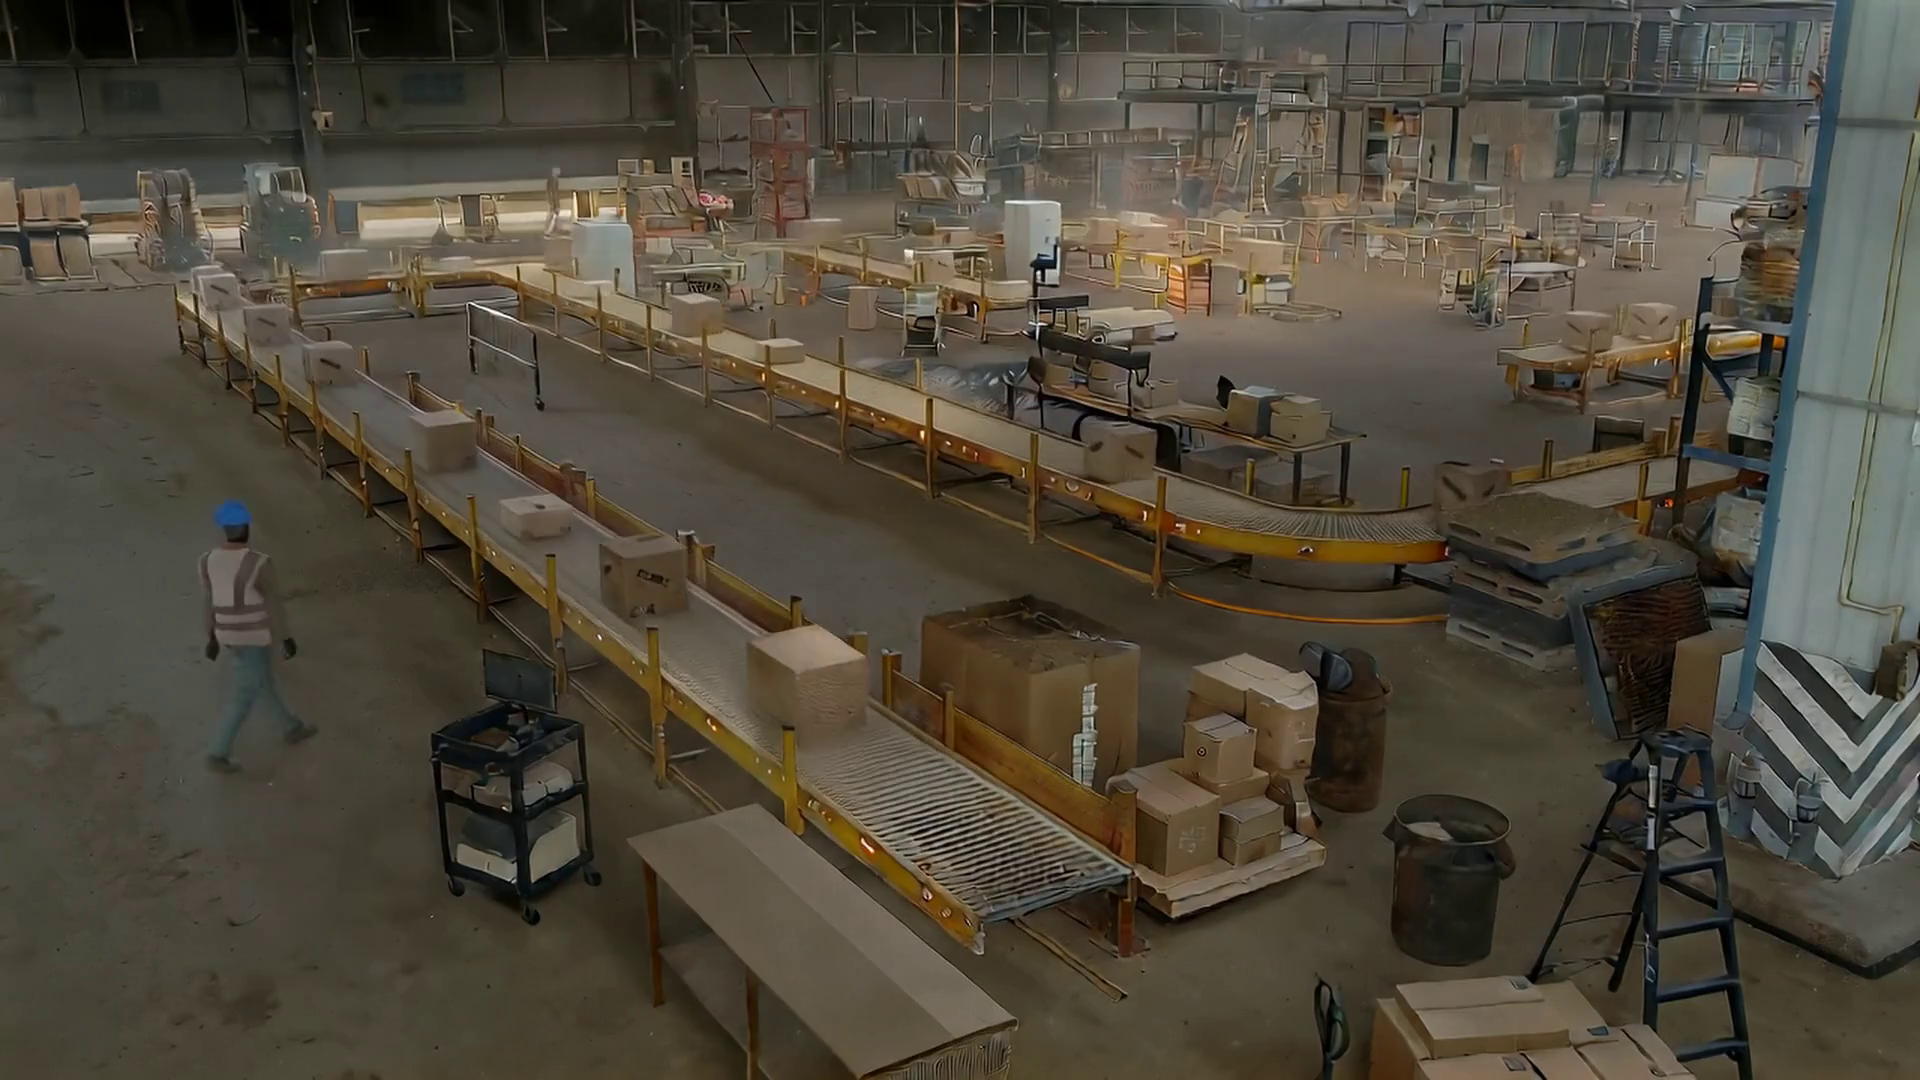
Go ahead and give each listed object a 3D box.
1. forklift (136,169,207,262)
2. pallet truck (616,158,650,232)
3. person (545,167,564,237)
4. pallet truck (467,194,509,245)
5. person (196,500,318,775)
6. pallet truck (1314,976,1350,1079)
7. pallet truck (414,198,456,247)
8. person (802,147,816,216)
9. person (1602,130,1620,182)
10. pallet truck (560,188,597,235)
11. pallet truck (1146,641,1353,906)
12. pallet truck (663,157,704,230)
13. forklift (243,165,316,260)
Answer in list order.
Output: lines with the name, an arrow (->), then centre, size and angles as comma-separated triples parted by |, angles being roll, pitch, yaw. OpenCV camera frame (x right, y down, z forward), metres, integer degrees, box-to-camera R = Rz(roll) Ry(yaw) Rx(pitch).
forklift -> -17.842, -7.318, 37.559 | 1.157, 1.987, 2.680 | -10, 20, -31
pallet truck -> -8.918, -9.176, 44.255 | 0.823, 1.965, 1.885 | -9, 19, -27
person -> -10.402, -8.609, 42.594 | 0.658, 1.867, 0.663 | -2, 17, -8
pallet truck -> -11.983, -8.177, 42.137 | 0.704, 1.261, 1.522 | -11, 20, -33
person -> -5.043, 0.674, 11.689 | 0.625, 1.886, 1.017 | 9, 19, 28
pallet truck -> 2.299, 2.390, 7.086 | 1.601, 1.201, 0.680 | -2, 17, -7
pallet truck -> -13.250, -8.060, 41.856 | 0.680, 1.201, 1.601 | -10, 20, -31
person -> -4.438, -10.493, 48.646 | 0.528, 1.992, 0.680 | -13, 21, -36
person -> 23.465, -13.834, 59.986 | 0.719, 1.866, 0.583 | -11, 20, -32
pallet truck -> -10.010, -8.652, 43.699 | 0.653, 1.274, 1.630 | -10, 20, -31
pallet truck -> 1.664, 1.407, 10.232 | 1.630, 1.274, 0.653 | -10, 20, -31
pallet truck -> -7.586, -9.308, 44.692 | 0.823, 1.965, 1.885 | -11, 20, -33
forklift -> -15.898, -7.669, 38.708 | 1.157, 1.987, 2.680 | -11, 20, -33
